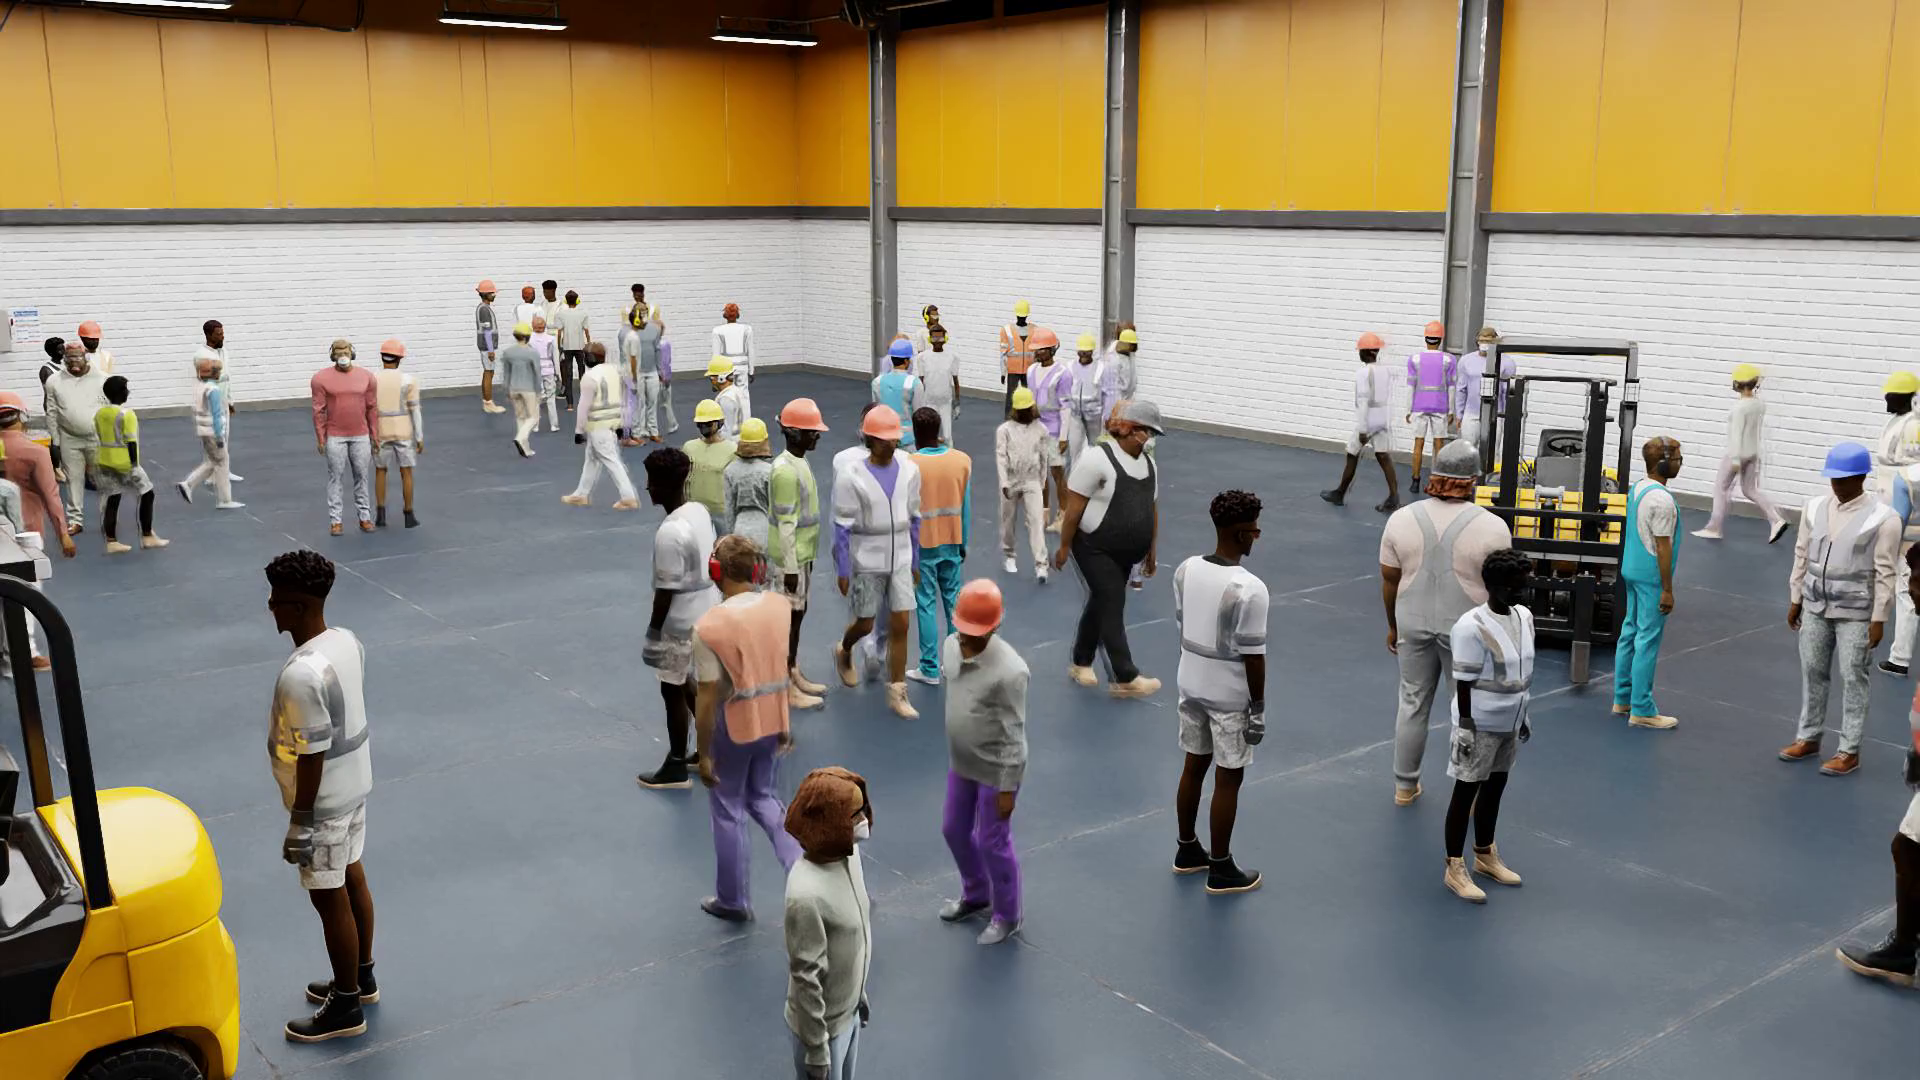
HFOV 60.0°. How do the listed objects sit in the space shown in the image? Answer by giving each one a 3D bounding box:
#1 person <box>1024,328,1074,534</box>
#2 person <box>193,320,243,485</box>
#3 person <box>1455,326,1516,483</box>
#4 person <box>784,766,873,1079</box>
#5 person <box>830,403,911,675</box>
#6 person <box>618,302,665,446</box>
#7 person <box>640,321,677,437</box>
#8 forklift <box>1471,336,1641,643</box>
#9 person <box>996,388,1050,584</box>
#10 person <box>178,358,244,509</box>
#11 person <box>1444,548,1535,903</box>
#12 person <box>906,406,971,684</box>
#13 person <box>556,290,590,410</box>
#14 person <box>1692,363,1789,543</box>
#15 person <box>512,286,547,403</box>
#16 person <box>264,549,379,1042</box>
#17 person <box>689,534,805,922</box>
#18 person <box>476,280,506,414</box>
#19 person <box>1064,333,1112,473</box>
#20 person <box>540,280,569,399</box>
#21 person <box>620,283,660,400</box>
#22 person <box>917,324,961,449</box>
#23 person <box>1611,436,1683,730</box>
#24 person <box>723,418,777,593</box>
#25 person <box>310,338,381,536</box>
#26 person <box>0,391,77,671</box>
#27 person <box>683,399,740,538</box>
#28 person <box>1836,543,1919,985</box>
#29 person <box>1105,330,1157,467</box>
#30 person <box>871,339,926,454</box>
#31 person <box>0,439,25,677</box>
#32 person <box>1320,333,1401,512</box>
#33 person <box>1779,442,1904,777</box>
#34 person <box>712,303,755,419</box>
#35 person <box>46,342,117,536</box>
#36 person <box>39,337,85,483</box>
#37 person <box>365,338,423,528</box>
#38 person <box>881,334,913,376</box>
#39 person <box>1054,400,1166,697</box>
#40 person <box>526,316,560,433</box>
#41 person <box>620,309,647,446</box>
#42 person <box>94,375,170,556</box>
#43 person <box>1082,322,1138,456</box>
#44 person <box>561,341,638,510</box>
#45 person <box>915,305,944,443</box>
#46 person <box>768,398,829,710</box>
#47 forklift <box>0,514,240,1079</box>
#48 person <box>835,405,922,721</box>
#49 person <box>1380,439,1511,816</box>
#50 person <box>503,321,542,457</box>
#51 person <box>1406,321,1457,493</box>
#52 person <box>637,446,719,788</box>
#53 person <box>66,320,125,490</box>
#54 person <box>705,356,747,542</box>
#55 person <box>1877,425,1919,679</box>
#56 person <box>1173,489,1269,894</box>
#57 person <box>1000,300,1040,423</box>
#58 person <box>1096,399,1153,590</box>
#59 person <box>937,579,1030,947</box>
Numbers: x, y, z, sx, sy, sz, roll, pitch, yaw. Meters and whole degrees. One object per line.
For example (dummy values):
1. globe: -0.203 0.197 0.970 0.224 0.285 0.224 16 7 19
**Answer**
1. person: 0.841 -1.084 16.486 0.397 2.034 0.605 -10 15 -39
2. person: -8.630 -1.590 19.248 0.390 1.911 0.585 0 12 2
3. person: 5.680 -1.351 18.048 0.624 1.931 0.377 7 14 30
4. person: -0.387 1.475 5.104 0.279 1.633 0.500 2 12 10
5. person: -0.607 -0.013 11.671 0.599 1.893 0.822 -1 12 -6
6. person: -4.255 -2.223 22.260 0.641 1.927 0.386 -11 16 -42
7. person: -4.221 -2.236 23.117 0.519 1.589 0.811 6 13 26
8. forklift: 4.683 -0.471 13.136 1.214 2.155 2.313 4 12 20
9. person: 0.550 -0.473 14.411 0.483 1.674 0.955 -1 12 -7
10. person: -8.007 -1.118 17.646 0.525 1.618 0.560 -10 15 -40
11. person: 2.527 0.863 7.912 0.532 1.693 0.319 -9 15 -37
12. person: -0.177 0.040 11.391 0.587 1.903 0.408 -7 14 -31
13. person: -6.020 -2.954 25.932 0.538 1.863 0.312 -3 12 -13
14. person: 7.552 -0.828 15.969 0.526 1.741 0.794 -9 15 -36
15. person: -6.896 -3.133 26.750 0.574 1.883 0.355 3 12 12
16. person: -2.529 1.002 6.586 0.367 1.963 0.604 -1 12 -5
17. person: -0.939 0.884 7.495 0.592 1.820 0.580 10 15 40
18. person: -7.221 -2.962 25.538 0.375 2.044 0.607 -4 12 -20
19. person: 1.456 -1.467 18.932 0.591 1.801 0.849 4 12 17
20. person: -6.689 -3.301 27.373 0.600 1.959 0.375 6 13 27
21. person: -5.096 -3.114 26.513 0.631 1.936 0.760 0 12 -2
22. person: -0.246 -1.573 19.282 0.514 1.861 0.322 0 12 0
23. person: 4.343 0.262 10.446 0.345 1.847 0.508 0 12 -1
24. person: -1.469 -0.015 12.027 0.487 1.746 0.285 6 13 25
25. person: -6.031 -1.018 16.397 0.629 1.940 0.379 -6 13 -29
26. person: -6.615 -0.057 11.693 0.763 1.966 0.470 3 12 16
27. person: -1.929 -0.214 12.934 0.523 1.769 0.316 3 12 14
28. person: 4.137 0.945 6.956 0.840 1.912 0.624 6 13 28
29. person: 2.050 -1.685 20.162 0.790 1.709 0.512 9 15 38
30. person: -0.576 -0.981 16.201 0.601 1.948 0.386 7 14 30
31. person: -6.663 0.136 11.401 0.497 1.702 0.377 -3 12 -16
32. person: 4.331 -1.250 17.645 0.566 1.882 0.994 -10 15 -39
33. person: 5.082 0.388 9.626 0.416 1.938 0.615 -6 13 -27
34. person: -3.079 -2.284 22.650 0.572 1.883 0.355 -4 12 -17
35. person: -8.608 -0.994 16.363 0.642 1.909 0.399 -4 12 -19
36. person: -10.489 -1.519 19.405 0.320 1.698 0.531 -1 12 -3
37. person: -5.700 -1.070 16.733 0.574 1.908 0.412 -2 12 -10
38. person: -0.798 -1.760 20.775 0.596 1.616 0.481 -9 15 -36
39. person: 1.077 0.023 11.125 0.909 2.000 0.760 11 16 42
40. person: -5.906 -2.332 23.474 0.521 1.637 0.311 -2 12 -11
41. person: -4.364 -2.158 22.170 0.425 1.842 0.540 -4 12 -19
42. person: -7.751 -0.707 15.532 0.553 1.672 0.671 6 13 25
43. person: 1.915 -1.803 20.540 0.906 1.806 0.629 5 13 22
44. person: -3.843 -1.213 17.704 0.953 1.795 0.643 3 12 14
45. person: -0.386 -2.214 22.331 0.328 1.877 0.513 8 14 34
46. person: -1.039 0.091 10.824 0.401 2.034 0.601 1 12 3
47. forklift: -3.687 1.115 5.480 2.313 2.155 1.214 -9 15 -36
48. person: -0.546 0.113 10.763 0.617 2.017 0.858 -6 13 -29
49. person: 2.639 0.460 9.015 0.683 2.000 0.536 7 14 32
50. person: -5.561 -1.889 21.074 0.527 1.752 0.555 3 12 13
51. person: 5.269 -1.482 18.639 0.543 1.939 0.362 4 12 17
52. person: -1.588 0.438 9.311 0.452 1.956 0.659 2 12 9
53. person: -9.805 -1.525 18.888 0.388 1.929 0.539 6 13 26
54. person: -2.221 -0.848 15.872 0.403 1.818 0.603 0 12 -1
55. person: 6.663 0.060 11.475 0.588 1.823 0.403 1 12 2
56. person: 1.255 0.720 7.976 0.372 1.958 0.598 -7 14 -32
57. person: 0.840 -2.316 22.727 0.590 1.913 0.397 -3 12 -12
58. person: 1.370 -0.370 14.028 0.525 1.631 0.282 -2 12 -12
59. person: 0.100 0.977 7.309 0.477 1.708 0.586 -9 15 -37
